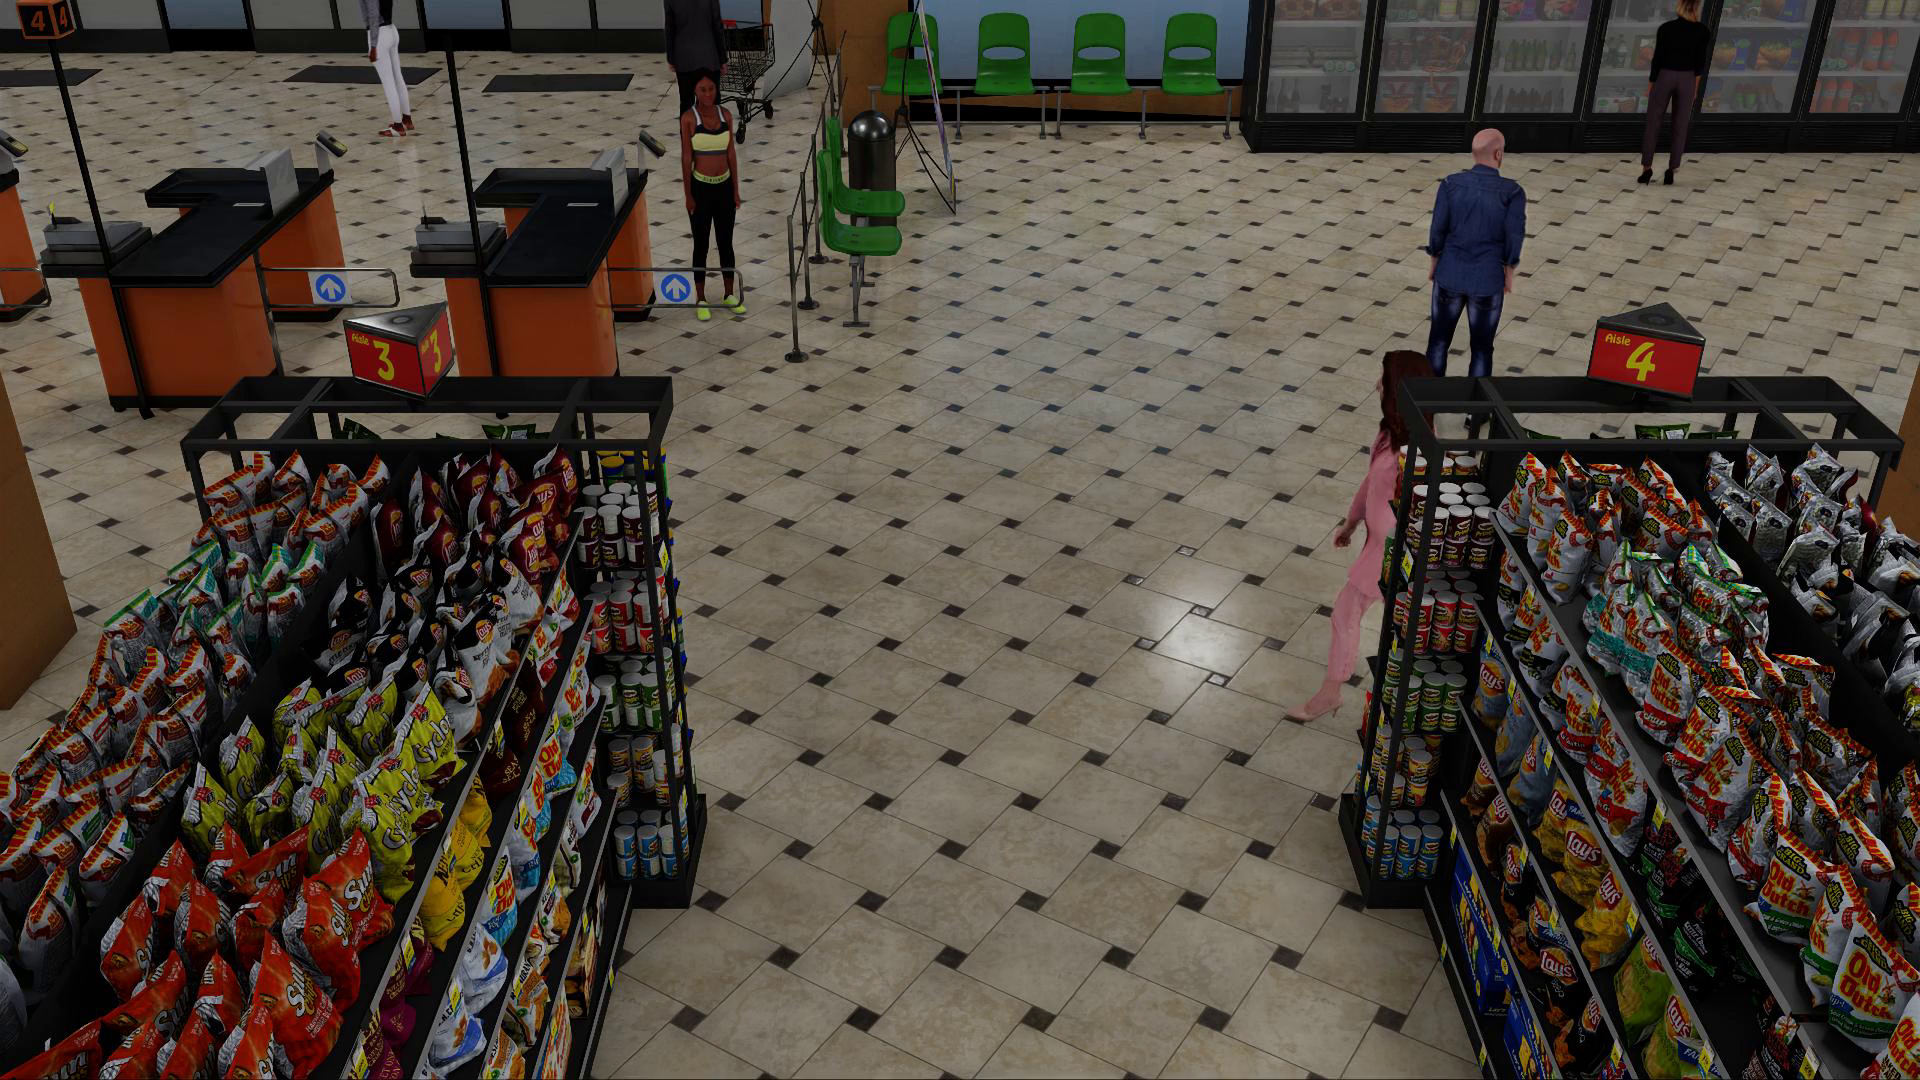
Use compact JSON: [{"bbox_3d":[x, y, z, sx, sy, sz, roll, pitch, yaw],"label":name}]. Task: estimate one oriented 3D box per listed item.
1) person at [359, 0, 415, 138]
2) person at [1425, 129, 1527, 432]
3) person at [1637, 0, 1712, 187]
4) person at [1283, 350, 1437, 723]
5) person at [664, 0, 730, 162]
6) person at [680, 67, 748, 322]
[{"bbox_3d":[-5.536,-4.772,15.990,0.679,1.724,0.499,4,29,7],"label":"person"},{"bbox_3d":[3.064,-1.553,9.990,0.796,1.824,0.766,13,31,23],"label":"person"},{"bbox_3d":[6.214,-3.929,14.501,0.643,1.671,0.611,6,29,11],"label":"person"},{"bbox_3d":[1.950,0.049,7.110,0.773,1.770,0.872,5,29,10],"label":"person"},{"bbox_3d":[-2.395,-4.386,15.160,0.709,1.841,0.565,0,29,0],"label":"person"},{"bbox_3d":[-1.752,-2.433,11.674,0.639,1.755,0.653,-15,32,-25],"label":"person"}]
